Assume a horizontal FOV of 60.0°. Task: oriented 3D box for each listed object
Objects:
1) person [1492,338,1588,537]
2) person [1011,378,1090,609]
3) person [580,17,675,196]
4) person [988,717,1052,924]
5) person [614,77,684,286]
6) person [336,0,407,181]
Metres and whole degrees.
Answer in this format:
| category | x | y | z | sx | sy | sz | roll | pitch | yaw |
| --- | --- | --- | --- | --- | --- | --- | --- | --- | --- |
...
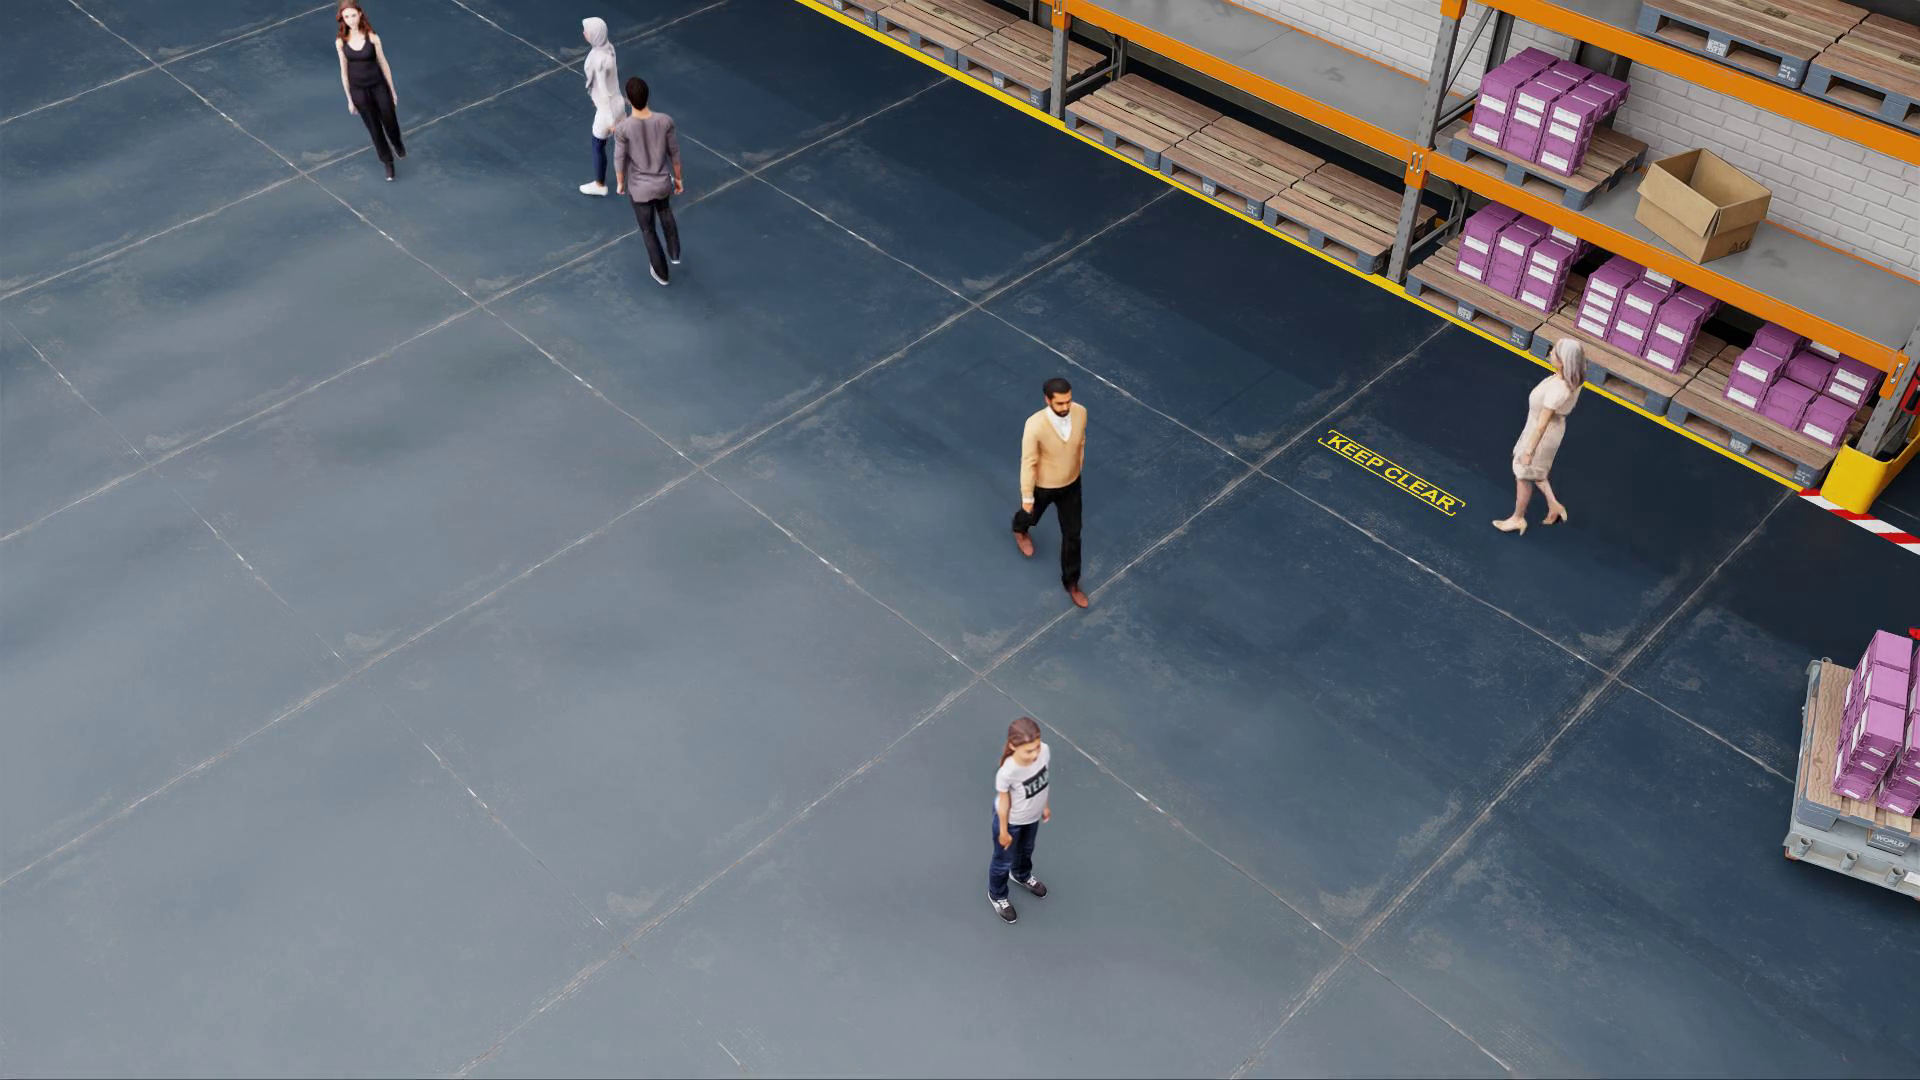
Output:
| category | x | y | z | sx | sy | sz | roll | pitch | yaw |
| --- | --- | --- | --- | --- | --- | --- | --- | --- | --- |
| person | 4.125 | -0.649 | 11.547 | 0.797 | 1.725 | 0.685 | 23 | 48 | 23 |
| person | 0.592 | -0.430 | 11.321 | 0.944 | 1.721 | 1.263 | -18 | 46 | -18 |
| person | -3.039 | -3.839 | 14.882 | 1.184 | 1.744 | 1.056 | 5 | 44 | 5 |
| person | 0.335 | 1.535 | 9.374 | 0.547 | 1.562 | 0.529 | -31 | 52 | -28 |
| person | -2.555 | -2.938 | 13.868 | 0.759 | 1.838 | 0.755 | -22 | 48 | -21 |
| person | -5.408 | -4.167 | 15.233 | 0.776 | 1.736 | 0.865 | -10 | 45 | -10 |
